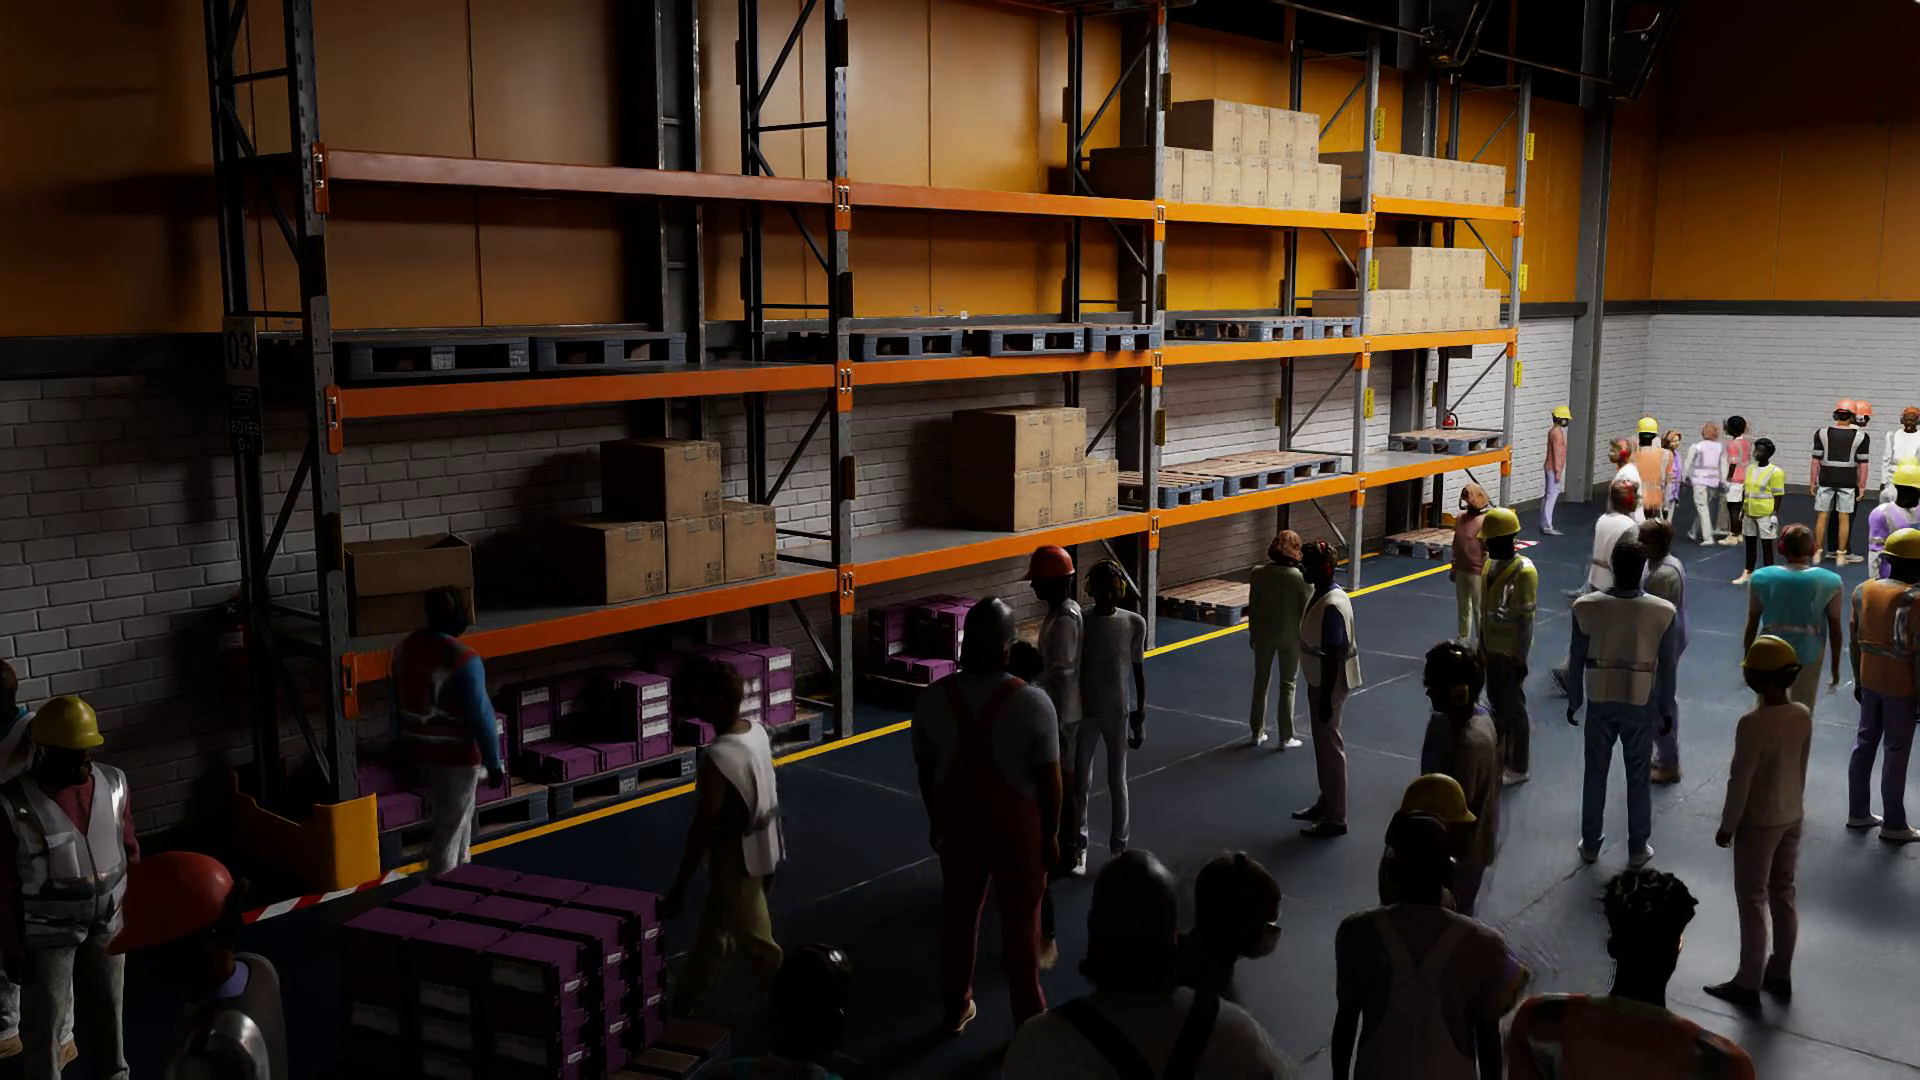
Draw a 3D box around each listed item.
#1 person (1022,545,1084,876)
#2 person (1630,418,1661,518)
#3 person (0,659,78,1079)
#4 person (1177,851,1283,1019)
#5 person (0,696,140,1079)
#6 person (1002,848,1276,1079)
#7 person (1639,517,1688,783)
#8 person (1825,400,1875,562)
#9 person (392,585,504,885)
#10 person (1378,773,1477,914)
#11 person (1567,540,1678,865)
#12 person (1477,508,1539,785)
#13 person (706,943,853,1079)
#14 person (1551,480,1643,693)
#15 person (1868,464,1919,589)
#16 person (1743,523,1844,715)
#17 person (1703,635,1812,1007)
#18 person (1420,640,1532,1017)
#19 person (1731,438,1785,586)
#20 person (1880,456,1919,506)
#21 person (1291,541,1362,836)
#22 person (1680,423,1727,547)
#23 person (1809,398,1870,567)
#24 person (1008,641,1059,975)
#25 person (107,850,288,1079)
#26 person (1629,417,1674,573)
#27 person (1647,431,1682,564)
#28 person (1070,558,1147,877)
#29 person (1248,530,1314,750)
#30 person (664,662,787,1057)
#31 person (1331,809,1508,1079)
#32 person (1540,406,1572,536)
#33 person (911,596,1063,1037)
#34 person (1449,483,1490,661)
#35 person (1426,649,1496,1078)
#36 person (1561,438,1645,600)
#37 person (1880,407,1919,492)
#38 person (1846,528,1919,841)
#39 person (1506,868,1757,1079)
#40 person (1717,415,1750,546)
[{"bbox_3d":[0.546,0.980,9.629,0.386,1.929,0.543,1,9,4],"label":"person"},{"bbox_3d":[9.265,-0.877,22.647,0.736,1.588,0.567,-9,12,-44],"label":"person"},{"bbox_3d":[-4.100,1.408,7.145,0.634,1.839,0.429,2,9,13],"label":"person"},{"bbox_3d":[0.682,1.770,4.566,0.629,1.908,0.660,-1,9,-3],"label":"person"},{"bbox_3d":[-3.507,1.506,6.580,0.403,1.824,0.590,6,10,32],"label":"person"},{"bbox_3d":[0.420,1.766,4.189,0.687,2.000,0.651,-2,9,-15],"label":"person"},{"bbox_3d":[4.816,0.749,11.452,0.363,1.832,0.588,5,10,29],"label":"person"},{"bbox_3d":[10.937,-0.721,20.411,0.408,1.986,0.616,0,9,1],"label":"person"},{"bbox_3d":[-2.667,1.135,8.946,0.660,1.823,0.662,7,11,36],"label":"person"},{"bbox_3d":[1.614,1.662,5.852,0.330,1.735,0.489,-1,9,-4],"label":"person"},{"bbox_3d":[3.889,0.957,9.798,0.592,1.917,0.375,4,10,23],"label":"person"},{"bbox_3d":[3.698,0.722,11.367,0.423,1.909,0.584,-2,9,-10],"label":"person"},{"bbox_3d":[-0.401,1.885,4.193,0.645,1.789,0.909,4,10,23],"label":"person"},{"bbox_3d":[5.347,0.401,13.729,0.866,1.820,0.560,0,9,0],"label":"person"},{"bbox_3d":[7.794,0.327,13.825,0.585,1.929,0.363,-4,10,-22],"label":"person"},{"bbox_3d":[5.529,0.805,11.052,0.580,1.834,0.425,5,10,30],"label":"person"},{"bbox_3d":[3.824,1.327,7.931,0.528,1.765,0.334,-6,10,-32],"label":"person"},{"bbox_3d":[2.274,1.349,7.570,0.599,1.826,0.523,-2,9,-10],"label":"person"},{"bbox_3d":[8.924,-0.293,18.570,0.316,1.696,0.541,-3,9,-20],"label":"person"},{"bbox_3d":[9.420,0.016,16.588,0.480,1.698,0.921,3,9,20],"label":"person"},{"bbox_3d":[2.287,0.915,10.355,0.393,1.836,0.561,0,9,3],"label":"person"},{"bbox_3d":[9.705,-0.724,21.696,0.516,1.593,0.850,-1,9,-6],"label":"person"},{"bbox_3d":[10.603,-0.690,20.074,0.612,2.030,0.403,5,10,31],"label":"person"},{"bbox_3d":[0.335,1.299,8.405,0.317,1.670,0.623,-1,9,-3],"label":"person"},{"bbox_3d":[-1.885,1.762,4.233,0.394,2.035,0.605,-3,9,-16],"label":"person"},{"bbox_3d":[7.608,-0.401,18.526,0.586,1.928,0.365,0,9,3],"label":"person"},{"bbox_3d":[8.553,-0.512,20.164,0.515,1.641,0.315,-7,11,-37],"label":"person"},{"bbox_3d":[0.816,1.023,9.575,0.510,1.860,0.333,1,9,4],"label":"person"},{"bbox_3d":[2.352,0.732,12.202,0.504,1.622,0.293,5,10,30],"label":"person"},{"bbox_3d":[-1.055,1.420,7.207,0.967,1.787,0.597,1,9,9],"label":"person"},{"bbox_3d":[1.387,1.728,5.087,0.505,1.839,0.344,3,9,19],"label":"person"},{"bbox_3d":[8.089,-0.938,22.541,0.335,1.761,0.521,2,9,10],"label":"person"},{"bbox_3d":[0.155,1.252,7.505,0.684,2.000,0.538,3,9,20],"label":"person"},{"bbox_3d":[4.590,0.299,14.952,0.283,1.634,0.498,-3,9,-21],"label":"person"},{"bbox_3d":[2.140,1.389,7.195,0.332,1.864,0.505,3,9,18],"label":"person"},{"bbox_3d":[6.791,-0.156,17.351,0.939,1.801,0.593,3,9,18],"label":"person"},{"bbox_3d":[11.850,-0.733,20.831,0.356,1.880,0.577,-8,12,-42],"label":"person"},{"bbox_3d":[5.750,0.882,10.256,0.366,1.927,0.585,-3,9,-17],"label":"person"},{"bbox_3d":[1.688,1.802,4.291,0.619,1.949,0.422,5,10,31],"label":"person"},{"bbox_3d":[10.087,-0.772,21.654,0.317,1.696,0.540,8,12,42],"label":"person"}]
